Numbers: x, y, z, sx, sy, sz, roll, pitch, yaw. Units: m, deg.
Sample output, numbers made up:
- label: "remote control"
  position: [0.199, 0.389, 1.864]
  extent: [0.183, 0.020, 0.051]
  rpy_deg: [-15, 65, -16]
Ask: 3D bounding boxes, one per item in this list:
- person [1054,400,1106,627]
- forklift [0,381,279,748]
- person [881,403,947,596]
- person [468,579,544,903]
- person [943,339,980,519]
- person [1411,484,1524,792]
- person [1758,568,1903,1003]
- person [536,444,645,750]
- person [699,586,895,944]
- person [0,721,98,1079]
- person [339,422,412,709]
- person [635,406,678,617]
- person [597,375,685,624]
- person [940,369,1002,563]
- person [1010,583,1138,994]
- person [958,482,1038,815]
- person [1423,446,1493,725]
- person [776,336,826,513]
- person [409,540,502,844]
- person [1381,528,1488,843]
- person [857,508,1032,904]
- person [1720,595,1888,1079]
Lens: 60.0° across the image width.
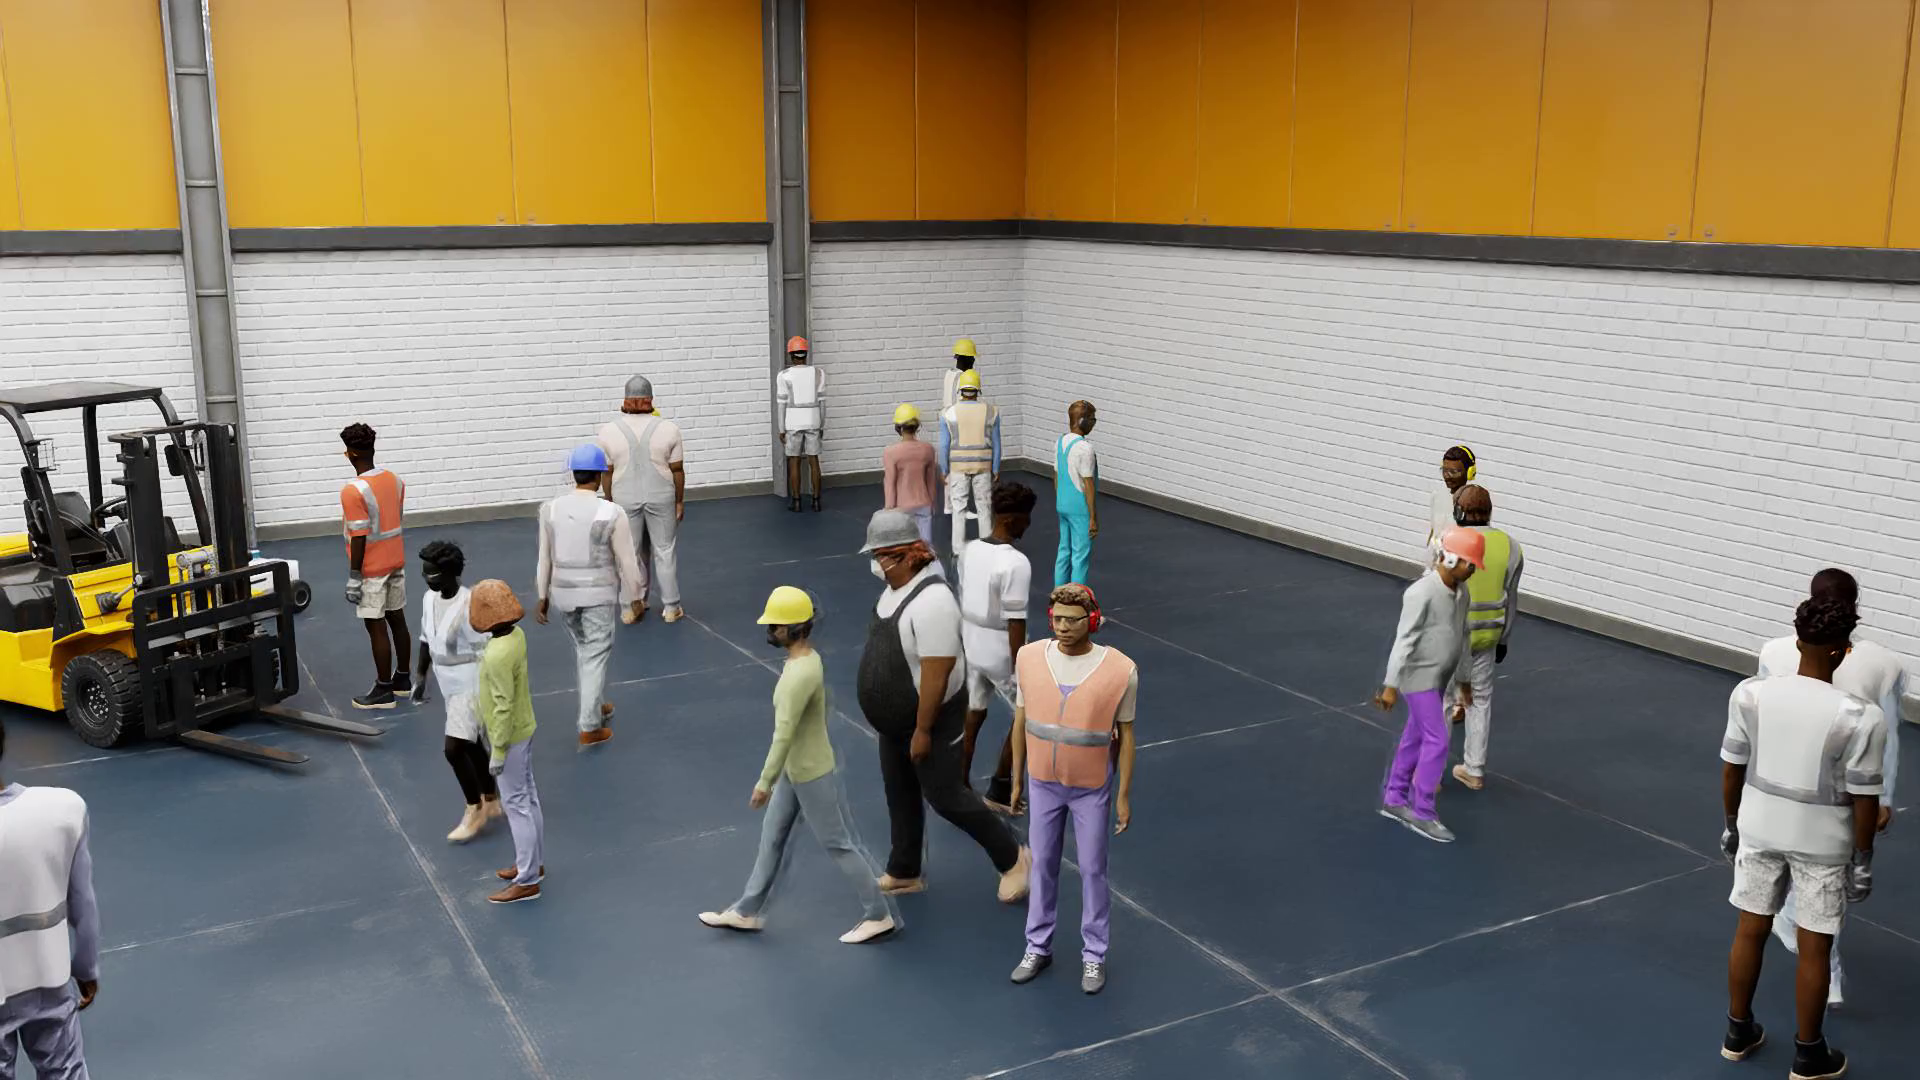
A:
- label: "person"
  position: [0.951, -0.210, 13.422]
  extent: [0.345, 1.840, 0.504]
  rpy_deg: [-7, 14, -29]
- label: "forklift"
  position: [-5.853, 0.085, 11.199]
  extent: [2.313, 2.155, 1.214]
  rpy_deg: [7, 14, 28]
- label: "person"
  position: [-0.371, -0.271, 13.964]
  extent: [0.533, 1.739, 0.810]
  rpy_deg: [-8, 14, -32]
- label: "person"
  position: [-2.256, 0.992, 8.276]
  extent: [0.283, 1.631, 0.503]
  rpy_deg: [-1, 12, -4]
- label: "person"
  position: [0.023, -1.188, 17.802]
  extent: [0.386, 1.922, 0.594]
  rpy_deg: [-4, 13, -20]
- label: "person"
  position: [2.952, 0.581, 9.753]
  extent: [0.635, 1.830, 0.429]
  rpy_deg: [-3, 13, -16]
- label: "person"
  position: [3.846, 1.068, 7.396]
  extent: [0.582, 1.868, 0.959]
  rpy_deg: [1, 12, 5]
- label: "person"
  position: [-2.324, 0.330, 10.688]
  extent: [0.665, 1.913, 0.789]
  rpy_deg: [4, 13, 17]
- label: "person"
  position: [-0.742, 1.061, 7.758]
  extent: [0.933, 1.719, 0.538]
  rpy_deg: [-1, 12, -5]
- label: "person"
  position: [-3.098, 1.463, 5.420]
  extent: [0.386, 1.912, 0.590]
  rpy_deg: [10, 16, 40]
- label: "person"
  position: [-3.988, 0.174, 11.328]
  extent: [0.374, 1.962, 0.608]
  rpy_deg: [3, 12, 13]
- label: "person"
  position: [-2.545, -0.237, 13.719]
  extent: [0.523, 1.769, 0.317]
  rpy_deg: [3, 12, 15]
- label: "person"
  position: [-2.573, -0.337, 13.539]
  extent: [0.683, 2.000, 0.538]
  rpy_deg: [-1, 12, -7]
- label: "person"
  position: [0.096, -0.693, 15.703]
  extent: [0.586, 1.833, 0.403]
  rpy_deg: [-1, 12, -6]
- label: "person"
  position: [0.498, 1.079, 7.358]
  extent: [0.563, 1.847, 0.389]
  rpy_deg: [4, 13, 19]
- label: "person"
  position: [0.204, 0.627, 9.259]
  extent: [0.601, 1.930, 0.761]
  rpy_deg: [-8, 15, -34]
- label: "person"
  position: [3.263, 0.291, 11.038]
  extent: [0.333, 1.860, 0.509]
  rpy_deg: [-8, 14, -32]
- label: "person"
  position: [-1.734, -1.259, 18.168]
  extent: [0.542, 1.920, 0.419]
  rpy_deg: [-4, 13, -16]
- label: "person"
  position: [-2.737, 0.811, 9.031]
  extent: [0.553, 1.674, 0.543]
  rpy_deg: [-11, 16, -43]
- label: "person"
  position: [2.623, 0.776, 9.103]
  extent: [0.658, 1.702, 0.627]
  rpy_deg: [11, 16, 42]
- label: "person"
  position: [-0.117, 0.801, 8.205]
  extent: [0.803, 2.000, 0.702]
  rpy_deg: [-5, 13, -23]
- label: "person"
  position: [3.327, 1.178, 6.613]
  extent: [0.368, 1.965, 0.609]
  rpy_deg: [-10, 16, -39]
